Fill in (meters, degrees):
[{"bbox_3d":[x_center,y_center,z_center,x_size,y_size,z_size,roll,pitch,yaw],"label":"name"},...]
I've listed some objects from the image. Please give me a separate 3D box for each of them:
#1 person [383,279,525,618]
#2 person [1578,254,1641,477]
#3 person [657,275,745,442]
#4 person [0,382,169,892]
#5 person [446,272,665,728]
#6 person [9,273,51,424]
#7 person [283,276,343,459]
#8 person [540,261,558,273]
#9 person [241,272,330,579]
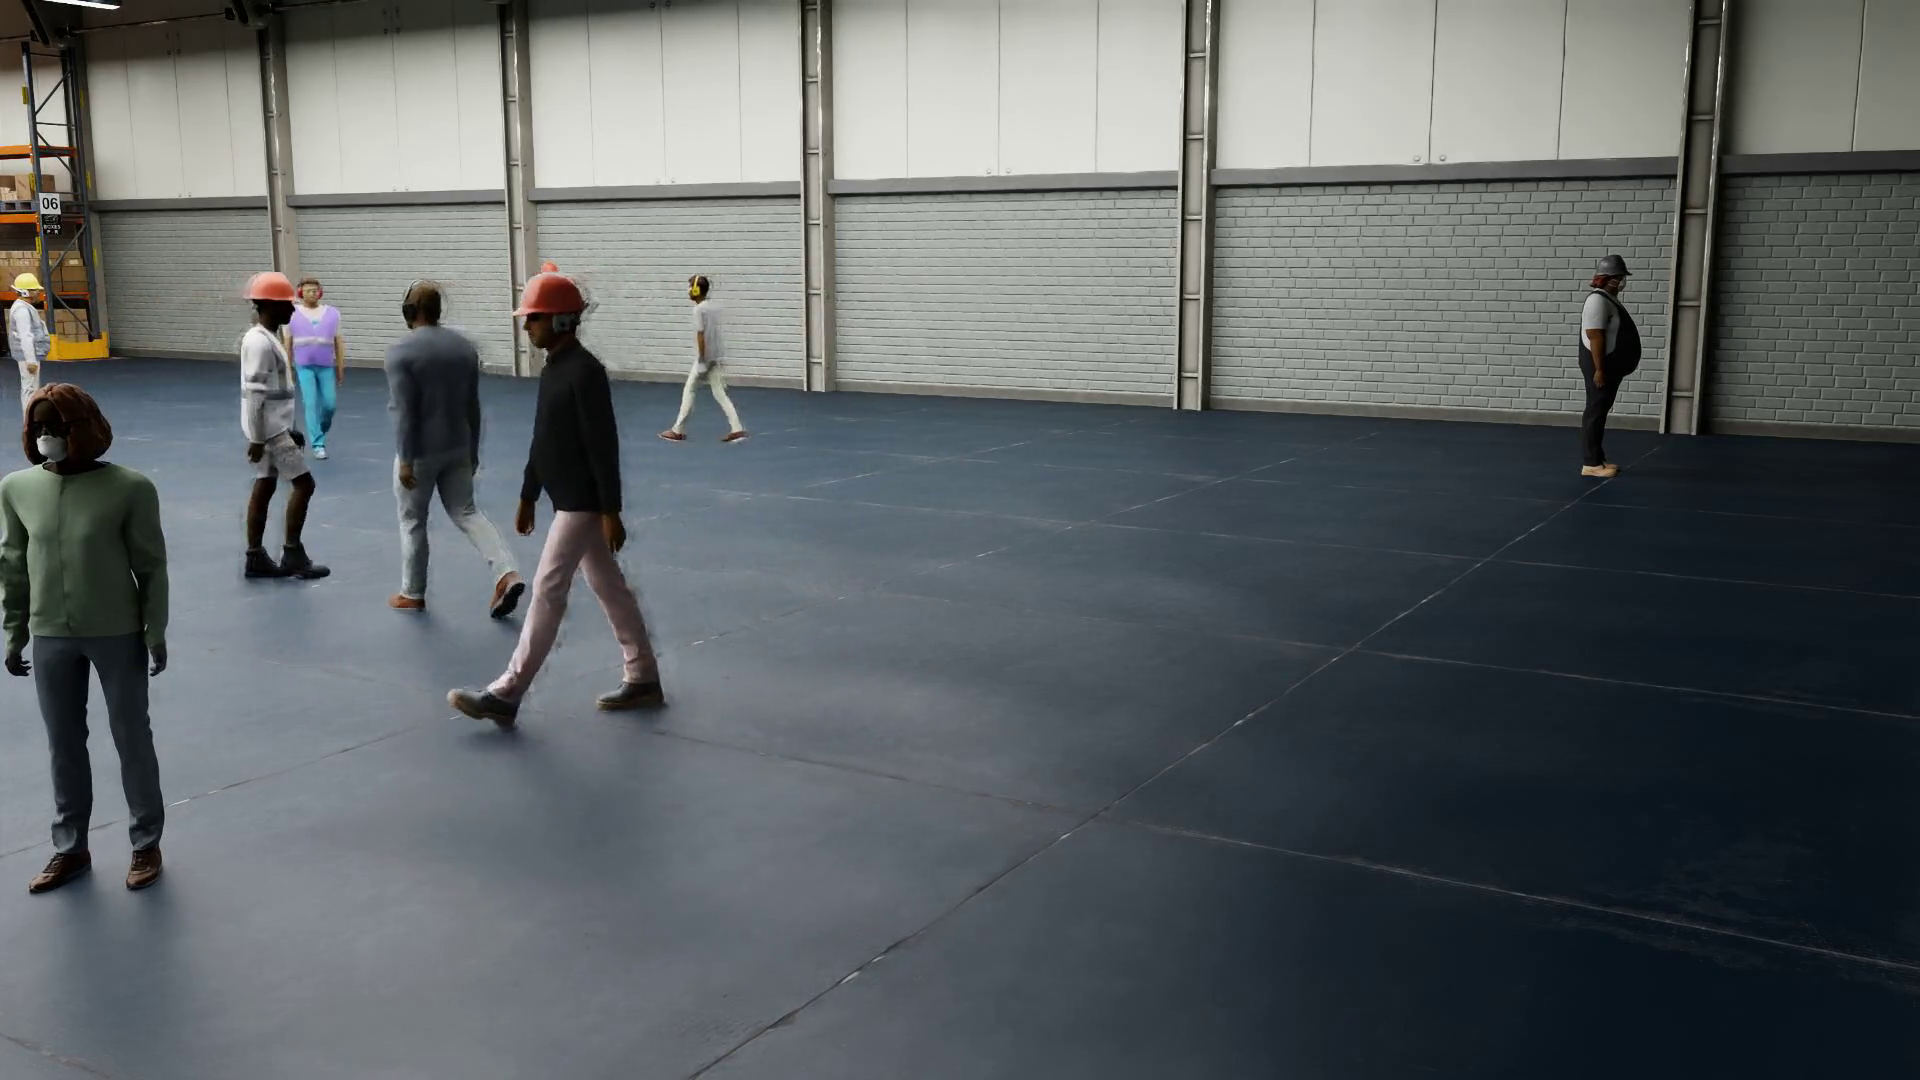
[{"bbox_3d":[-2.853,-0.497,9.277,0.924,1.910,0.639,6,11,32],"label":"person"},{"bbox_3d":[6.006,-1.614,15.386,0.537,2.000,0.680,5,11,26],"label":"person"},{"bbox_3d":[-2.797,-1.959,18.076,1.000,1.817,0.552,3,10,17],"label":"person"},{"bbox_3d":[-2.779,0.313,5.295,0.507,1.632,0.267,-1,10,-4],"label":"person"},{"bbox_3d":[-1.755,-0.171,7.208,1.005,1.941,0.648,-5,11,-25],"label":"person"},{"bbox_3d":[-10.330,-2.041,18.501,0.404,1.829,0.600,-5,11,-28],"label":"person"},{"bbox_3d":[-6.506,-1.737,16.732,0.568,1.829,0.599,-6,12,-33],"label":"person"},{"bbox_3d":[-6.439,-3.415,26.236,0.379,1.938,0.547,6,12,33],"label":"person"},{"bbox_3d":[-4.231,-0.703,10.408,0.657,1.913,0.546,-4,10,-22],"label":"person"}]
